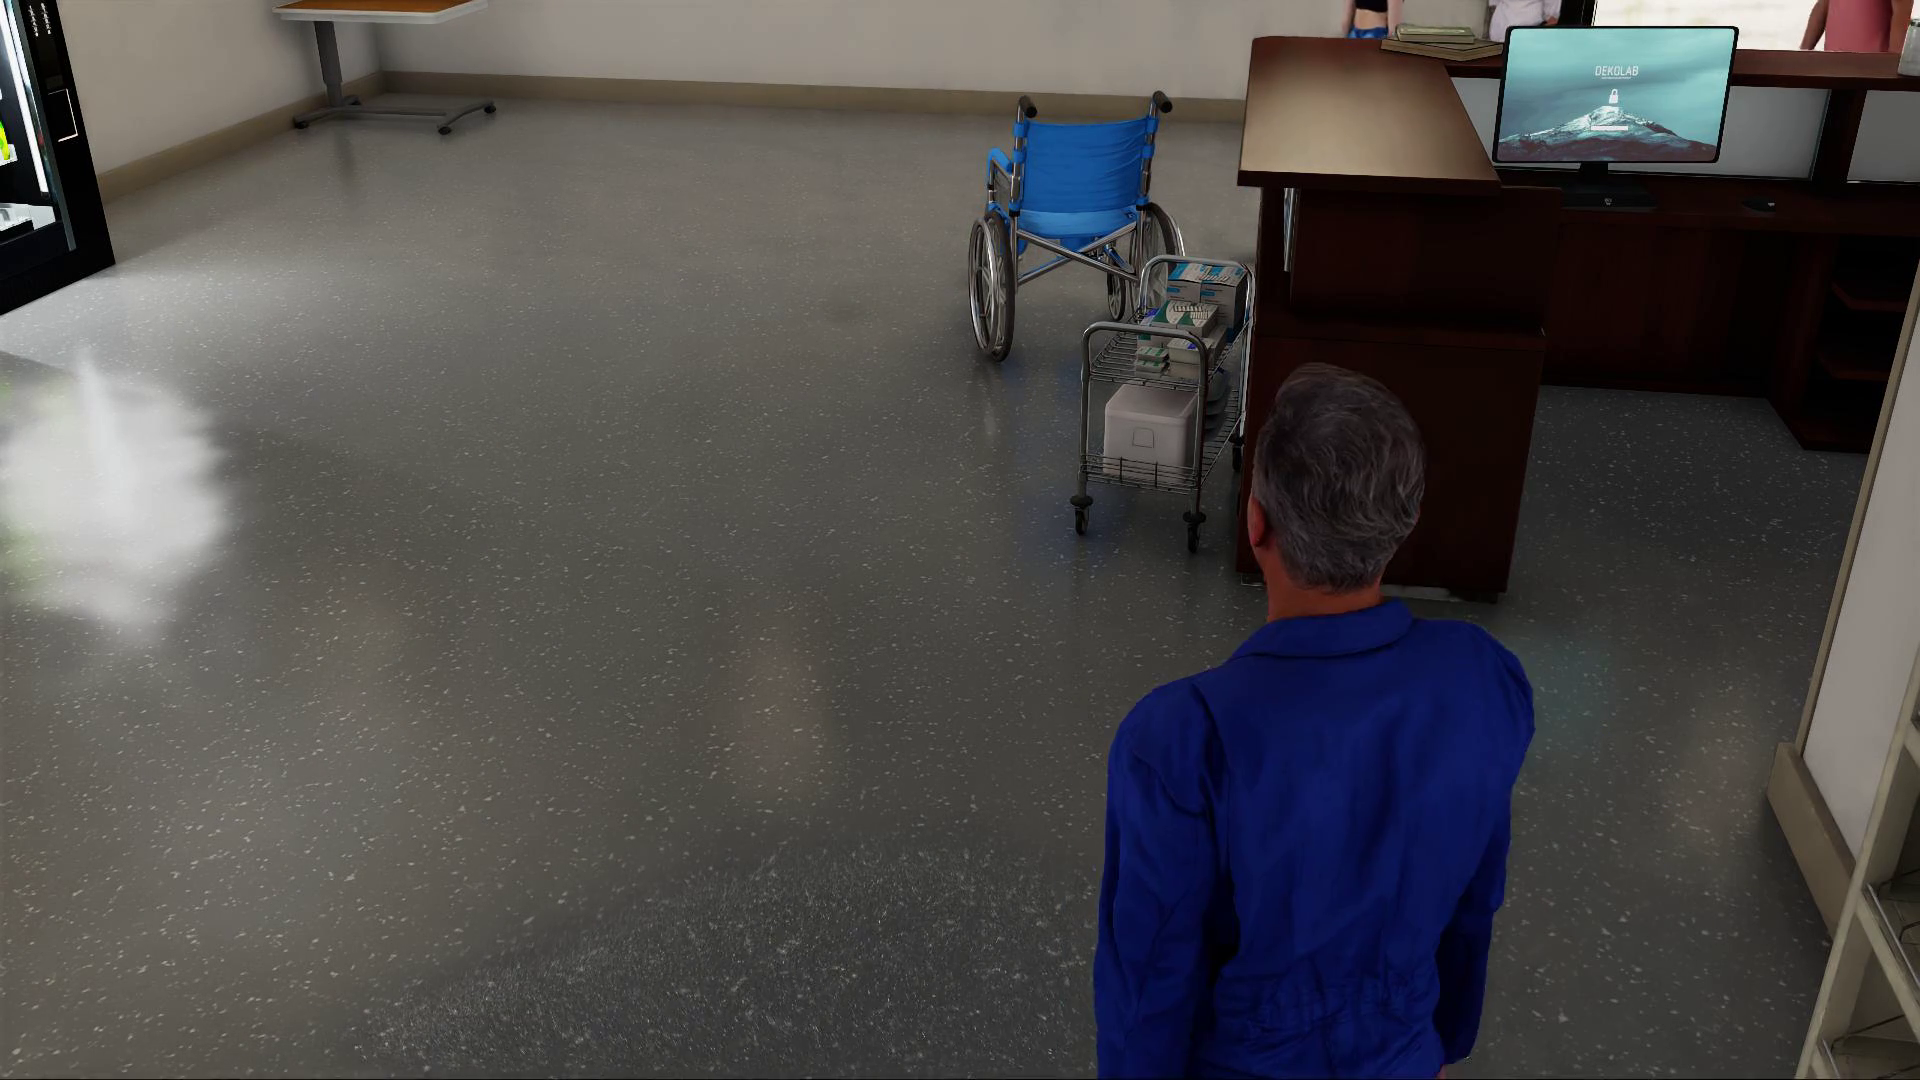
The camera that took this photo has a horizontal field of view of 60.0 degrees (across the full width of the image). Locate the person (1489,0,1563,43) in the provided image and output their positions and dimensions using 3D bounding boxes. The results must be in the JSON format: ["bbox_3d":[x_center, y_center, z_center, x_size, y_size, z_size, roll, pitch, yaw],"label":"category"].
[{"bbox_3d":[3.369,-3.099,10.032,0.802,1.711,0.744,-17,31,-32],"label":"person"}]

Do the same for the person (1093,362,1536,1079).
[{"bbox_3d":[0.432,0.726,2.003,1.002,1.796,1.215,-6,26,-13],"label":"person"}]

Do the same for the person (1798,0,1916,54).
[{"bbox_3d":[4.322,-2.181,7.868,0.808,1.937,0.783,-2,26,-4],"label":"person"}]
